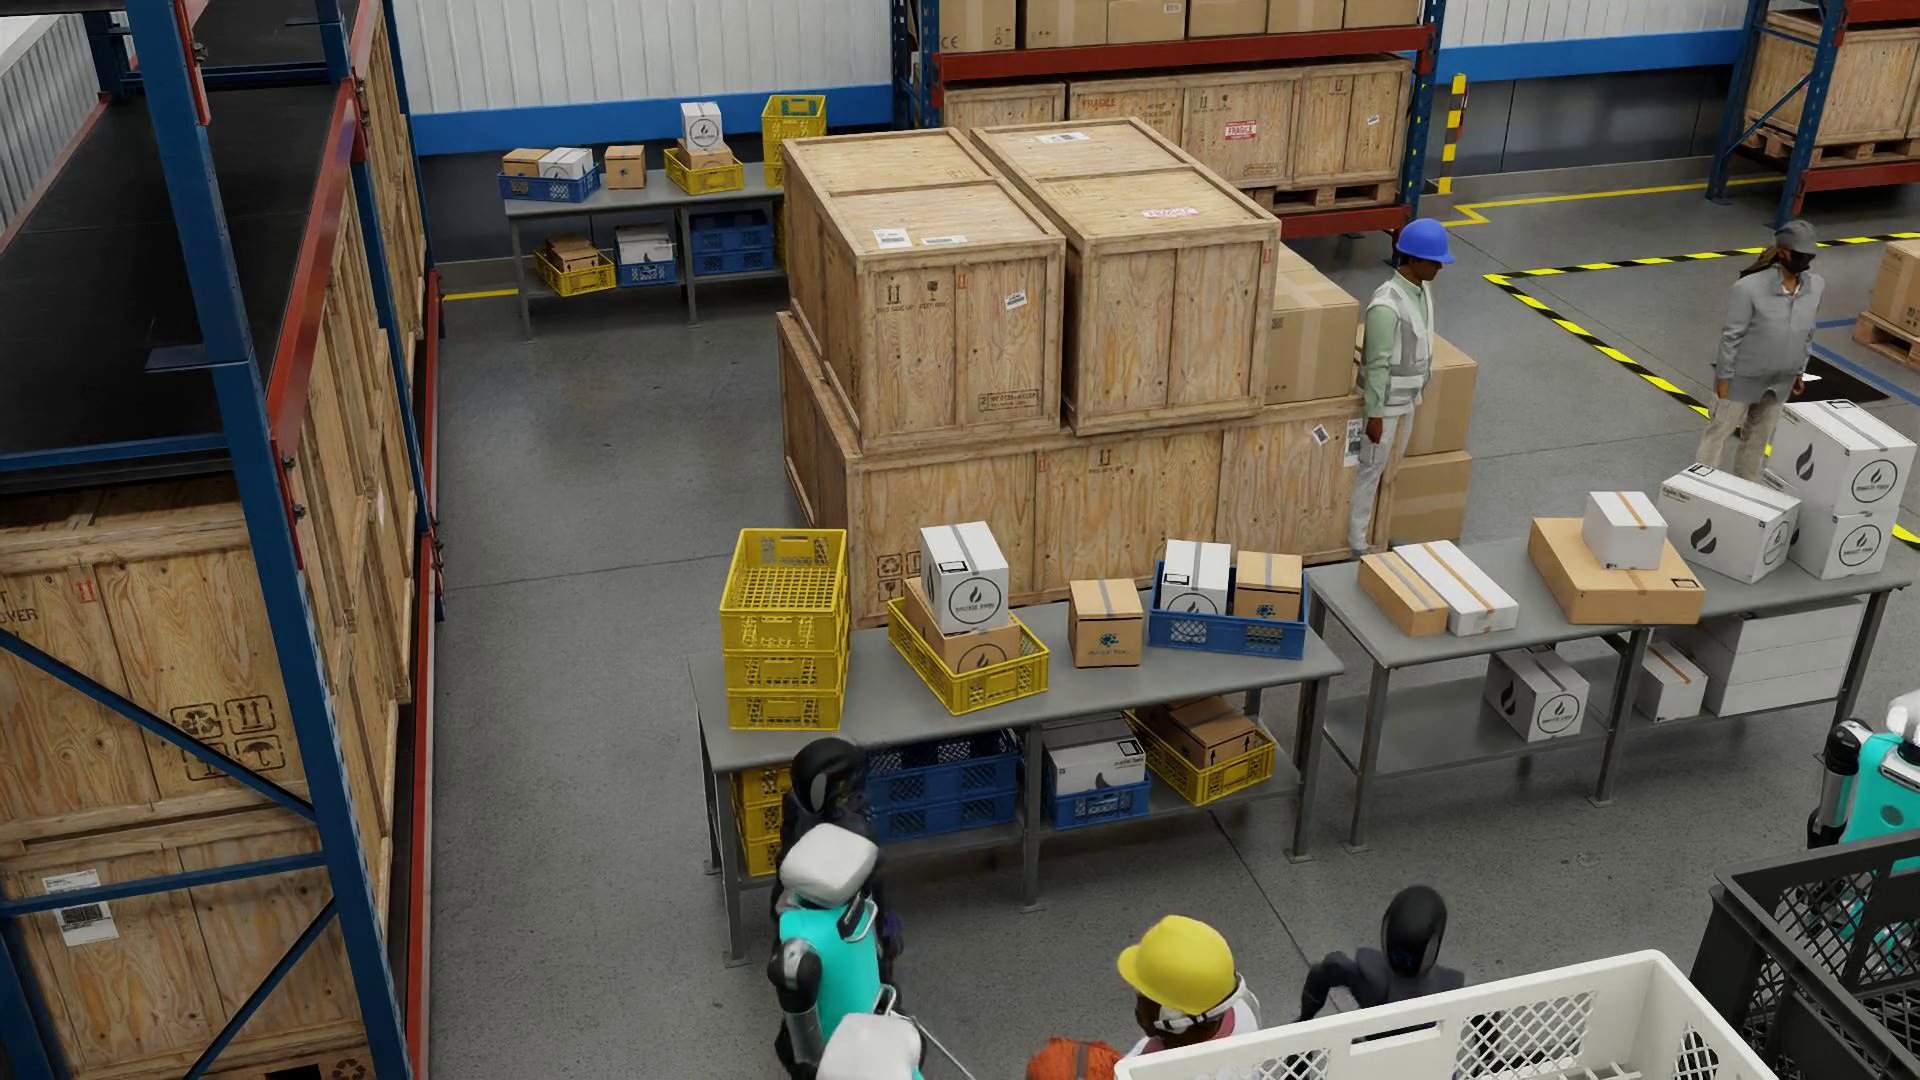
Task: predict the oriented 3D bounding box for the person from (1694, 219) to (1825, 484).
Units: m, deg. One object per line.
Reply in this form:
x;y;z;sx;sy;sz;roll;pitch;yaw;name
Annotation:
4.426;-0.923;9.235;0.562;1.769;0.396;-6;29;-10;person

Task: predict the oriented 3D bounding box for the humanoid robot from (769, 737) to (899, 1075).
-0.396;1.338;5.222;0.344;1.655;0.588;-22;36;-34;humanoid robot

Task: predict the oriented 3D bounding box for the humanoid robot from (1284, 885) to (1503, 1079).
1.202;1.626;4.710;0.616;1.653;0.320;10;30;17;humanoid robot

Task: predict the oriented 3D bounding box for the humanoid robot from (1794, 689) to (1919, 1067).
3.071;1.152;5.396;0.744;1.687;0.531;-20;34;-31;humanoid robot

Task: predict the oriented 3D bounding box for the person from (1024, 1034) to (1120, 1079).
0.257;1.906;3.983;0.358;1.884;0.586;2;29;3;person

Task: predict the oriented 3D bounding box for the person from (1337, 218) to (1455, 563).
2.284;-0.754;8.758;0.411;1.939;0.602;19;34;31;person

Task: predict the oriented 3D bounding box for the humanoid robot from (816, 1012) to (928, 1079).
-0.457;1.886;4.196;0.809;1.791;0.534;4;29;8;humanoid robot

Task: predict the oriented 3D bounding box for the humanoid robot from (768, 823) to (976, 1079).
-0.129;1.616;4.702;0.708;1.831;0.555;8;30;15;humanoid robot

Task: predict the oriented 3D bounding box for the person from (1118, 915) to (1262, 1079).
0.553;1.721;4.370;0.404;1.832;0.591;12;31;20;person
